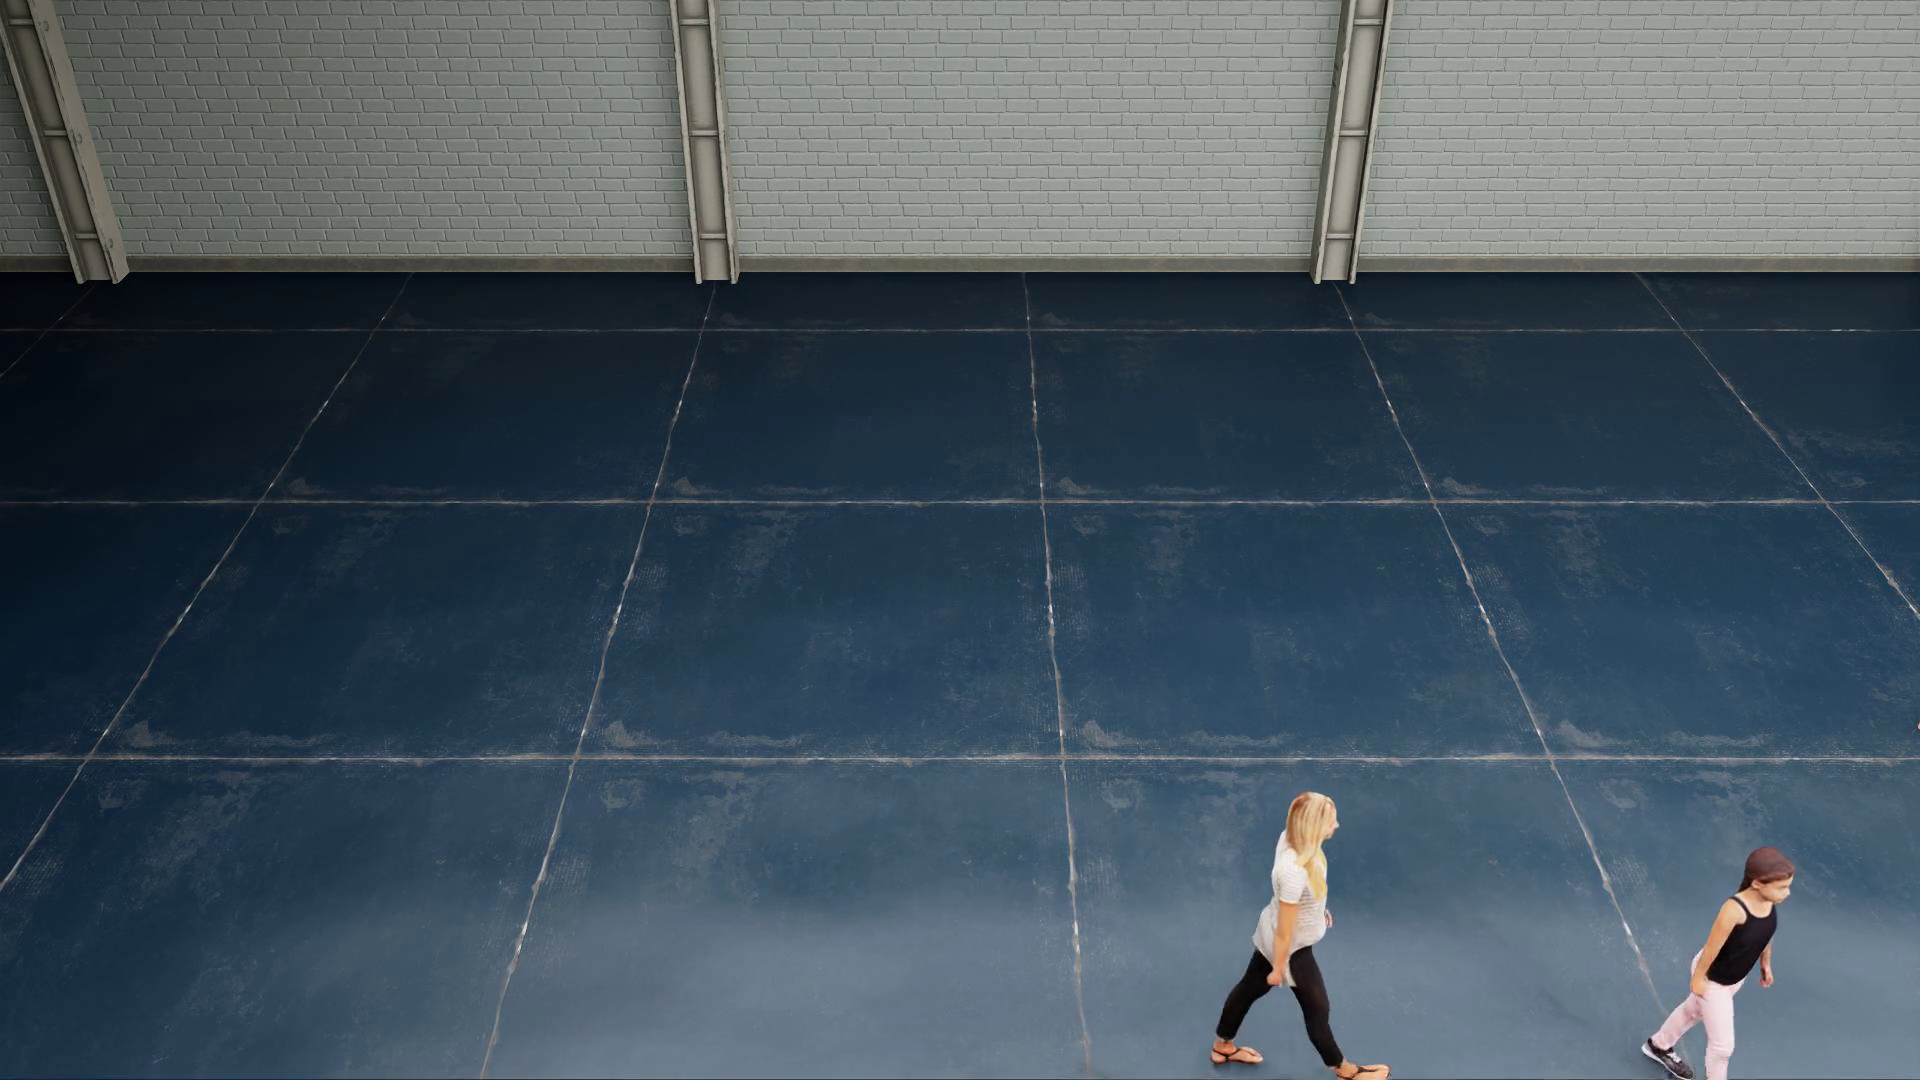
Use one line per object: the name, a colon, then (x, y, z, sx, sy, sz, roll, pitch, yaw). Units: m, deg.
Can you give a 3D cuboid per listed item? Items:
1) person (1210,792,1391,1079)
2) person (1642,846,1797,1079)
person: (1.435, 1.871, 7.770, 1.062, 1.790, 0.635, 2, 33, 3)
person: (3.513, 1.999, 7.805, 0.911, 1.537, 0.899, -21, 38, -29)
